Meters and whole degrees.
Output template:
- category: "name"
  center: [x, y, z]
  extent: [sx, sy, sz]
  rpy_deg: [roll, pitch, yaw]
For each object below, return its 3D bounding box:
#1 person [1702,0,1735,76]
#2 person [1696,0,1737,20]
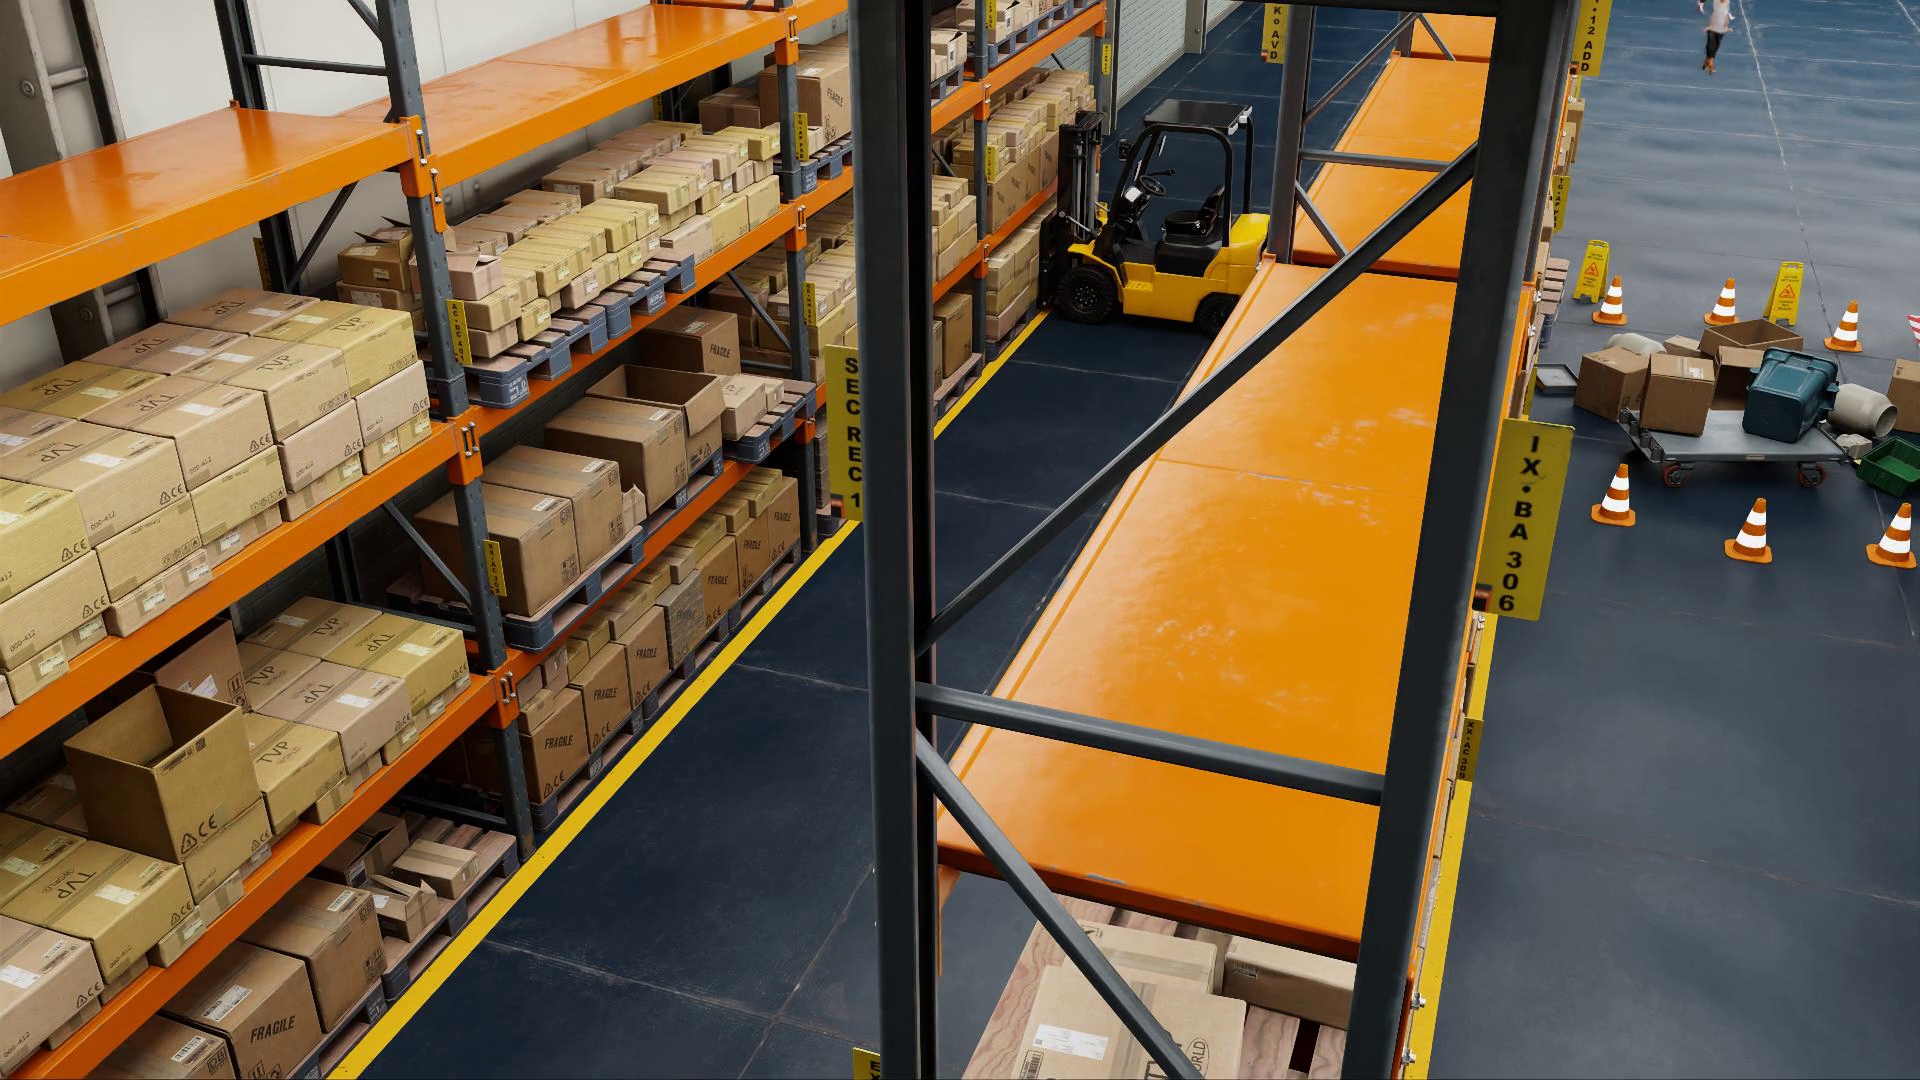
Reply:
- category: "person"
  center: [12.595, -8.557, 27.716]
  extent: [0.784, 1.428, 1.046]
  rpy_deg: [1, 28, 1]
- category: "person"
  center: [14.559, -10.881, 31.761]
  extent: [1.137, 1.727, 1.044]
  rpy_deg: [-21, 34, -34]
